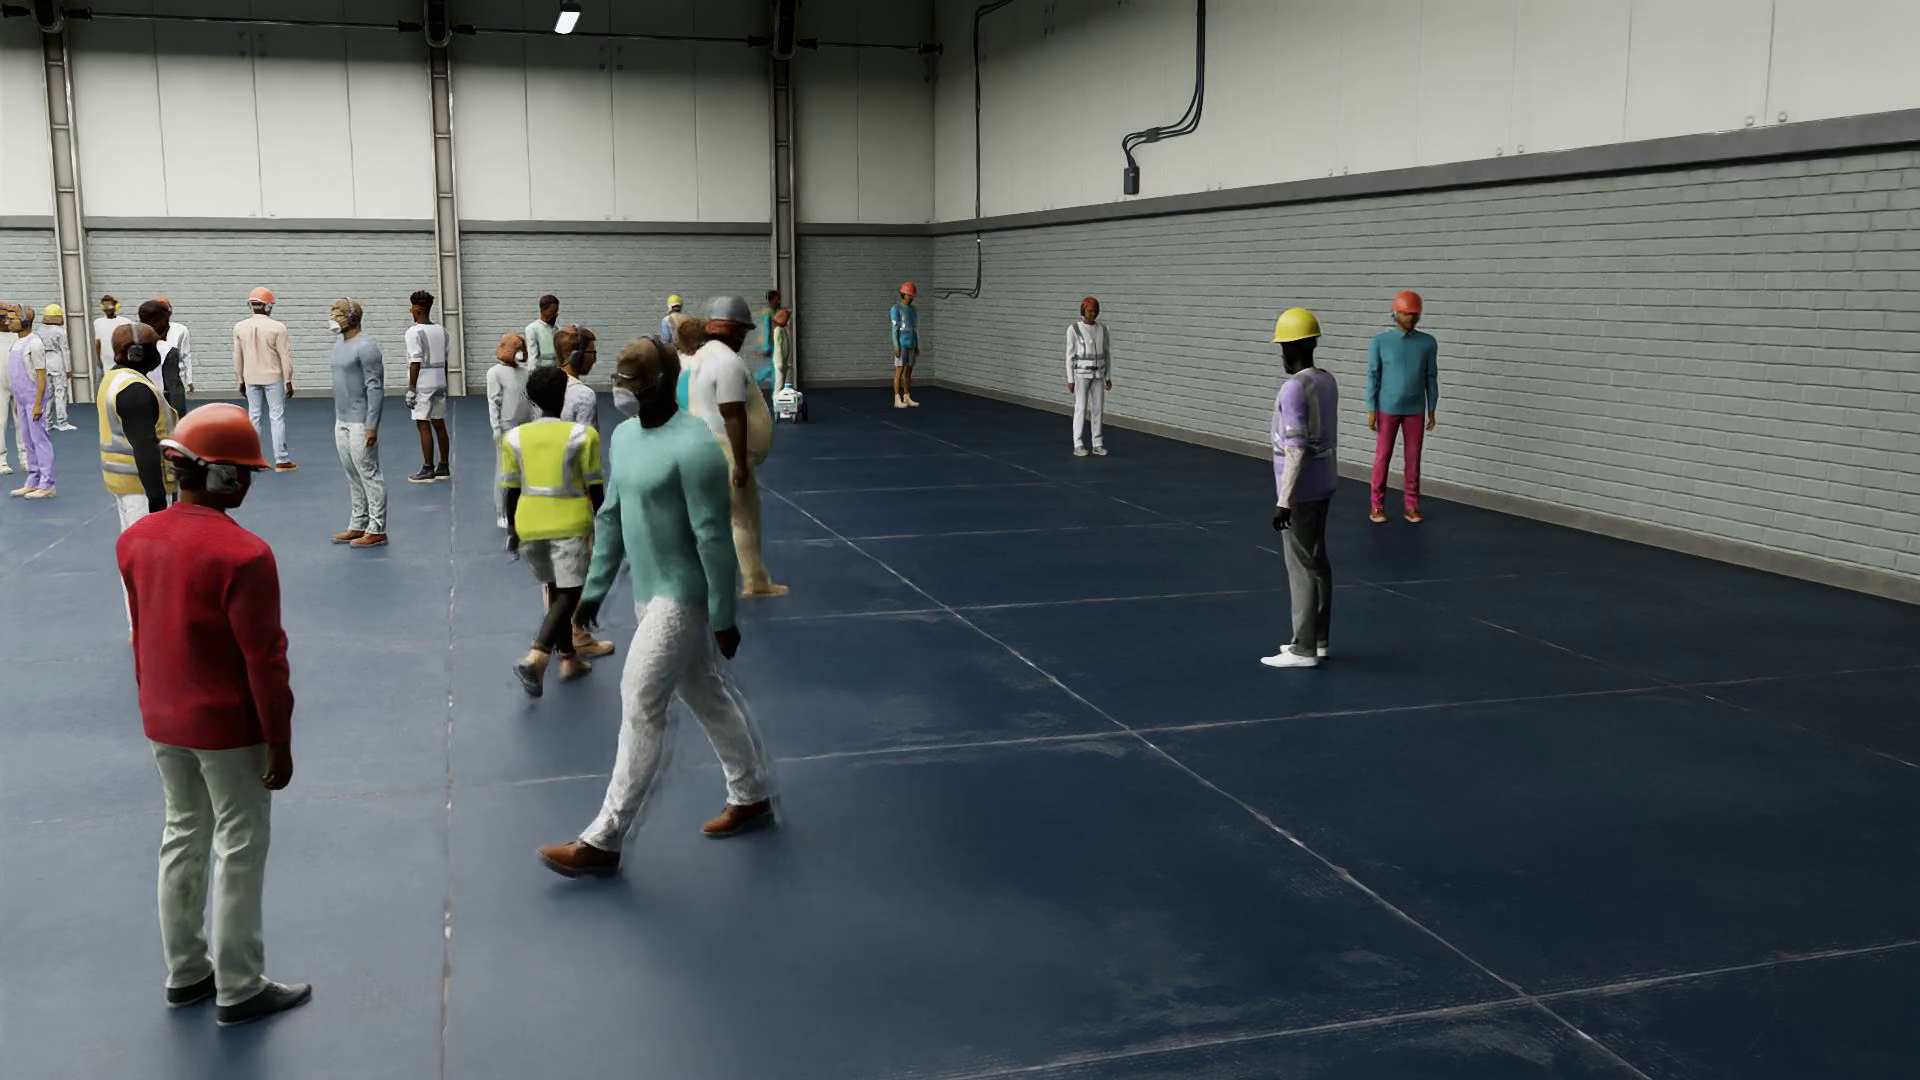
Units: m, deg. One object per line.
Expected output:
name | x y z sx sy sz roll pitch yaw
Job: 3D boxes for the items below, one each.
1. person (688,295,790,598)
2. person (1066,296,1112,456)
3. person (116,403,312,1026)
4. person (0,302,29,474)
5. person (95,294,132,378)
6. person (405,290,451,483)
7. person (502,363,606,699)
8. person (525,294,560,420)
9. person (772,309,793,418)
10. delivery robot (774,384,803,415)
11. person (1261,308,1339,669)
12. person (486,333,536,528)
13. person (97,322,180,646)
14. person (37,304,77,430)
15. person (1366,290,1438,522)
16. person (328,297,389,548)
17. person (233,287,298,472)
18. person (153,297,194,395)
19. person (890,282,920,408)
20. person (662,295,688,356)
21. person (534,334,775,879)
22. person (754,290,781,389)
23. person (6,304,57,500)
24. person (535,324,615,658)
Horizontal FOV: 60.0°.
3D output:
person | -1.586 -0.595 10.604 0.971 2.000 0.690 -3 9 -19
person | 1.519 -1.923 19.601 0.584 1.877 0.362 -5 10 -28
person | -2.067 0.487 4.668 0.574 1.738 0.353 5 10 27
person | -10.181 -1.620 17.806 0.339 1.839 0.512 6 11 34
person | -11.663 -2.446 22.958 0.521 1.871 0.320 -2 9 -11
person | -5.471 -1.571 17.063 0.361 1.964 0.614 3 9 19
person | -2.061 -0.050 8.314 0.521 1.664 0.801 2 9 14
person | -4.542 -1.720 18.260 0.390 1.891 0.587 3 9 17
person | -2.679 -2.656 25.048 0.284 1.632 0.498 0 9 2
delivery robot | -2.488 -2.019 24.113 0.477 0.478 0.707 0 9 2
person | 1.817 -0.271 8.902 0.382 1.923 0.591 5 10 31
person | -3.743 -0.917 13.953 0.289 1.634 0.499 5 10 28
person | -4.543 -0.290 9.293 0.429 1.844 0.627 -7 11 -36
person | -12.448 -2.371 22.913 0.486 1.736 0.316 3 9 16
person | 3.776 -1.128 14.195 0.612 1.986 0.400 0 9 -2
person | -4.688 -0.908 12.921 0.355 1.938 0.637 -9 12 -43
person | -7.495 -1.724 17.956 0.626 1.991 0.390 1 9 5
person | -8.946 -1.790 18.725 0.586 1.881 0.340 -7 11 -37
person | -0.857 -3.156 26.965 0.387 2.034 0.605 6 11 35
person | -4.502 -2.967 26.397 0.404 1.829 0.600 8 12 41
person | -1.061 0.218 5.933 1.009 1.890 0.640 -6 11 -34
person | -3.315 -3.399 28.961 0.697 1.895 0.602 1 9 9
person | -8.822 -1.305 15.758 0.506 1.846 0.346 7 11 39
person | -2.120 -0.257 9.120 0.517 1.835 0.359 8 12 42
